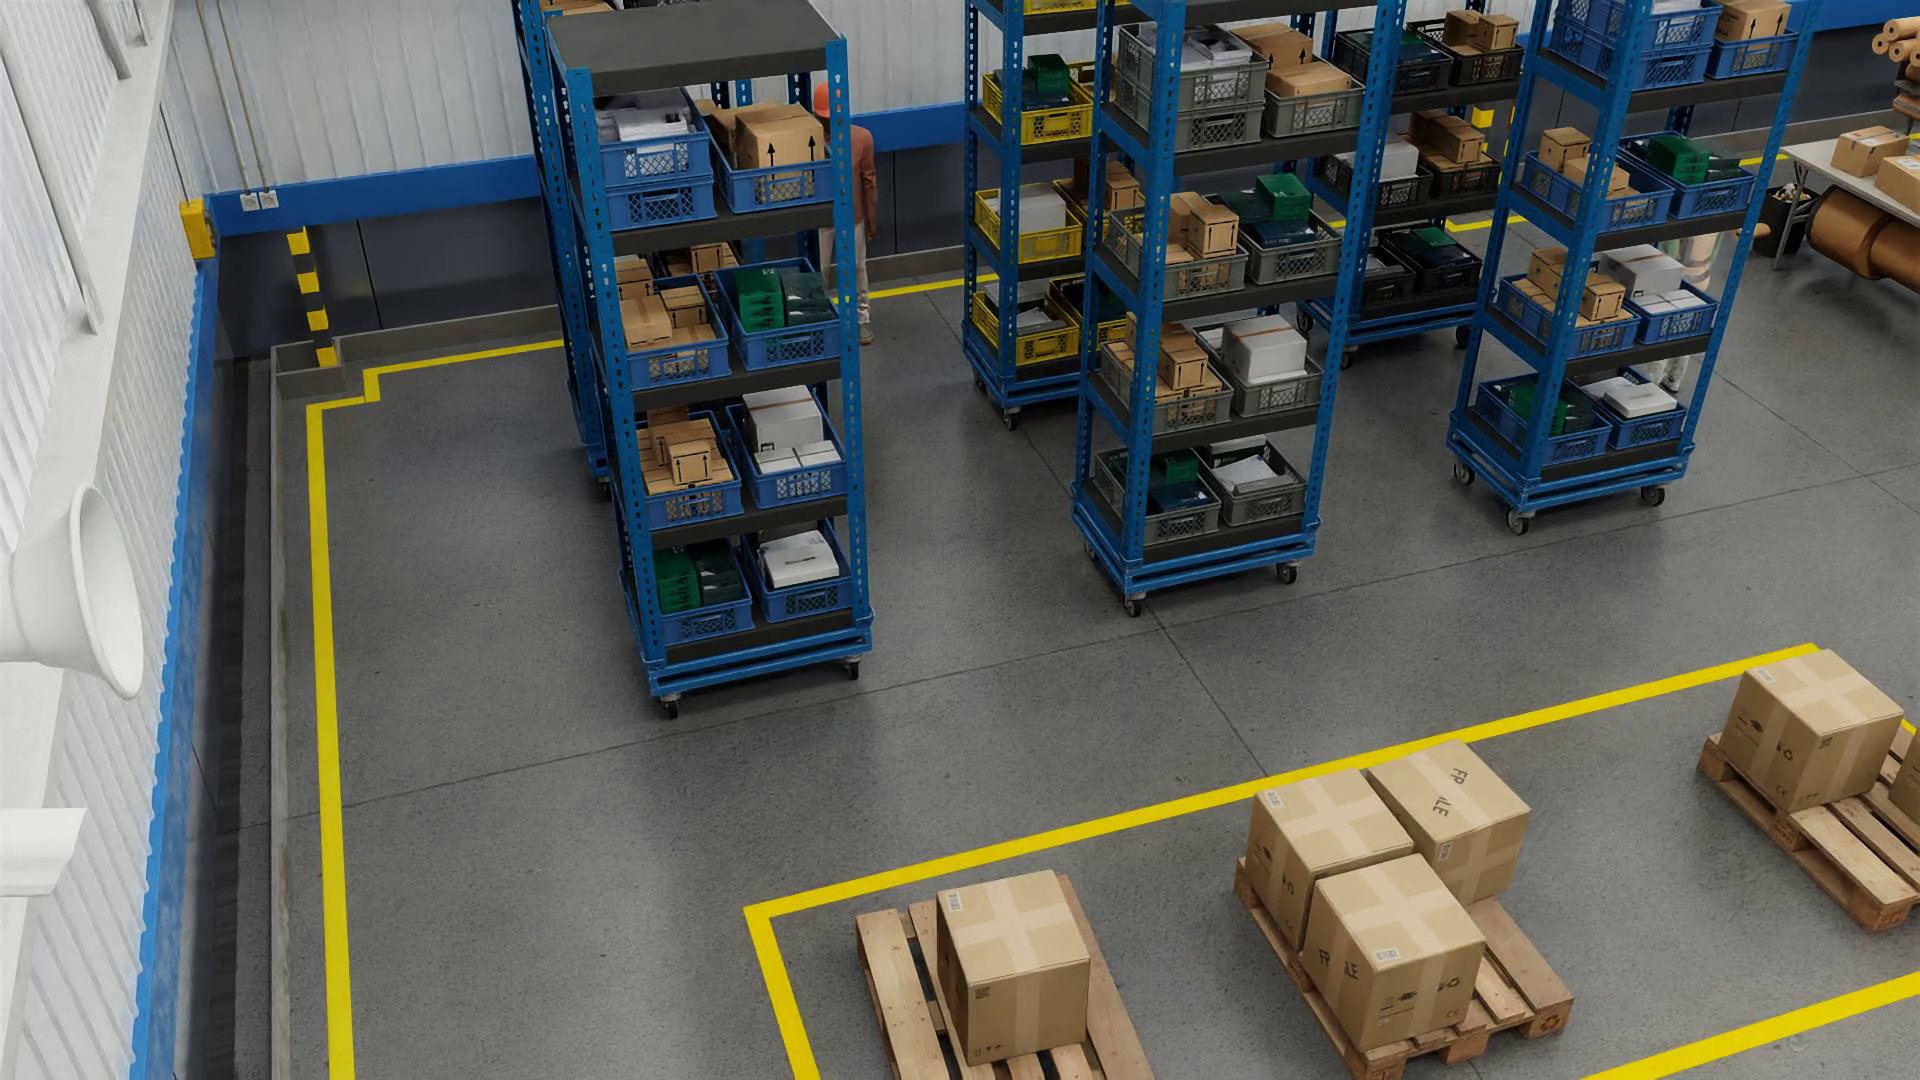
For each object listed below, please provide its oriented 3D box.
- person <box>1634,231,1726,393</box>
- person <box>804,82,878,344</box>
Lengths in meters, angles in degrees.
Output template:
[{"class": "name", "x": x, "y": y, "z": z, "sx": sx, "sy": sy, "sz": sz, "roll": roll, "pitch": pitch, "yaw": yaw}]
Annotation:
[{"class": "person", "x": 4.878, "y": -1.709, "z": 11.277, "sx": 0.514, "sy": 1.637, "sz": 0.314, "roll": -15, "pitch": 38, "yaw": -20}, {"class": "person", "x": -0.886, "y": -2.294, "z": 11.814, "sx": 0.618, "sy": 1.986, "sz": 0.409, "roll": -6, "pitch": 36, "yaw": -9}]
